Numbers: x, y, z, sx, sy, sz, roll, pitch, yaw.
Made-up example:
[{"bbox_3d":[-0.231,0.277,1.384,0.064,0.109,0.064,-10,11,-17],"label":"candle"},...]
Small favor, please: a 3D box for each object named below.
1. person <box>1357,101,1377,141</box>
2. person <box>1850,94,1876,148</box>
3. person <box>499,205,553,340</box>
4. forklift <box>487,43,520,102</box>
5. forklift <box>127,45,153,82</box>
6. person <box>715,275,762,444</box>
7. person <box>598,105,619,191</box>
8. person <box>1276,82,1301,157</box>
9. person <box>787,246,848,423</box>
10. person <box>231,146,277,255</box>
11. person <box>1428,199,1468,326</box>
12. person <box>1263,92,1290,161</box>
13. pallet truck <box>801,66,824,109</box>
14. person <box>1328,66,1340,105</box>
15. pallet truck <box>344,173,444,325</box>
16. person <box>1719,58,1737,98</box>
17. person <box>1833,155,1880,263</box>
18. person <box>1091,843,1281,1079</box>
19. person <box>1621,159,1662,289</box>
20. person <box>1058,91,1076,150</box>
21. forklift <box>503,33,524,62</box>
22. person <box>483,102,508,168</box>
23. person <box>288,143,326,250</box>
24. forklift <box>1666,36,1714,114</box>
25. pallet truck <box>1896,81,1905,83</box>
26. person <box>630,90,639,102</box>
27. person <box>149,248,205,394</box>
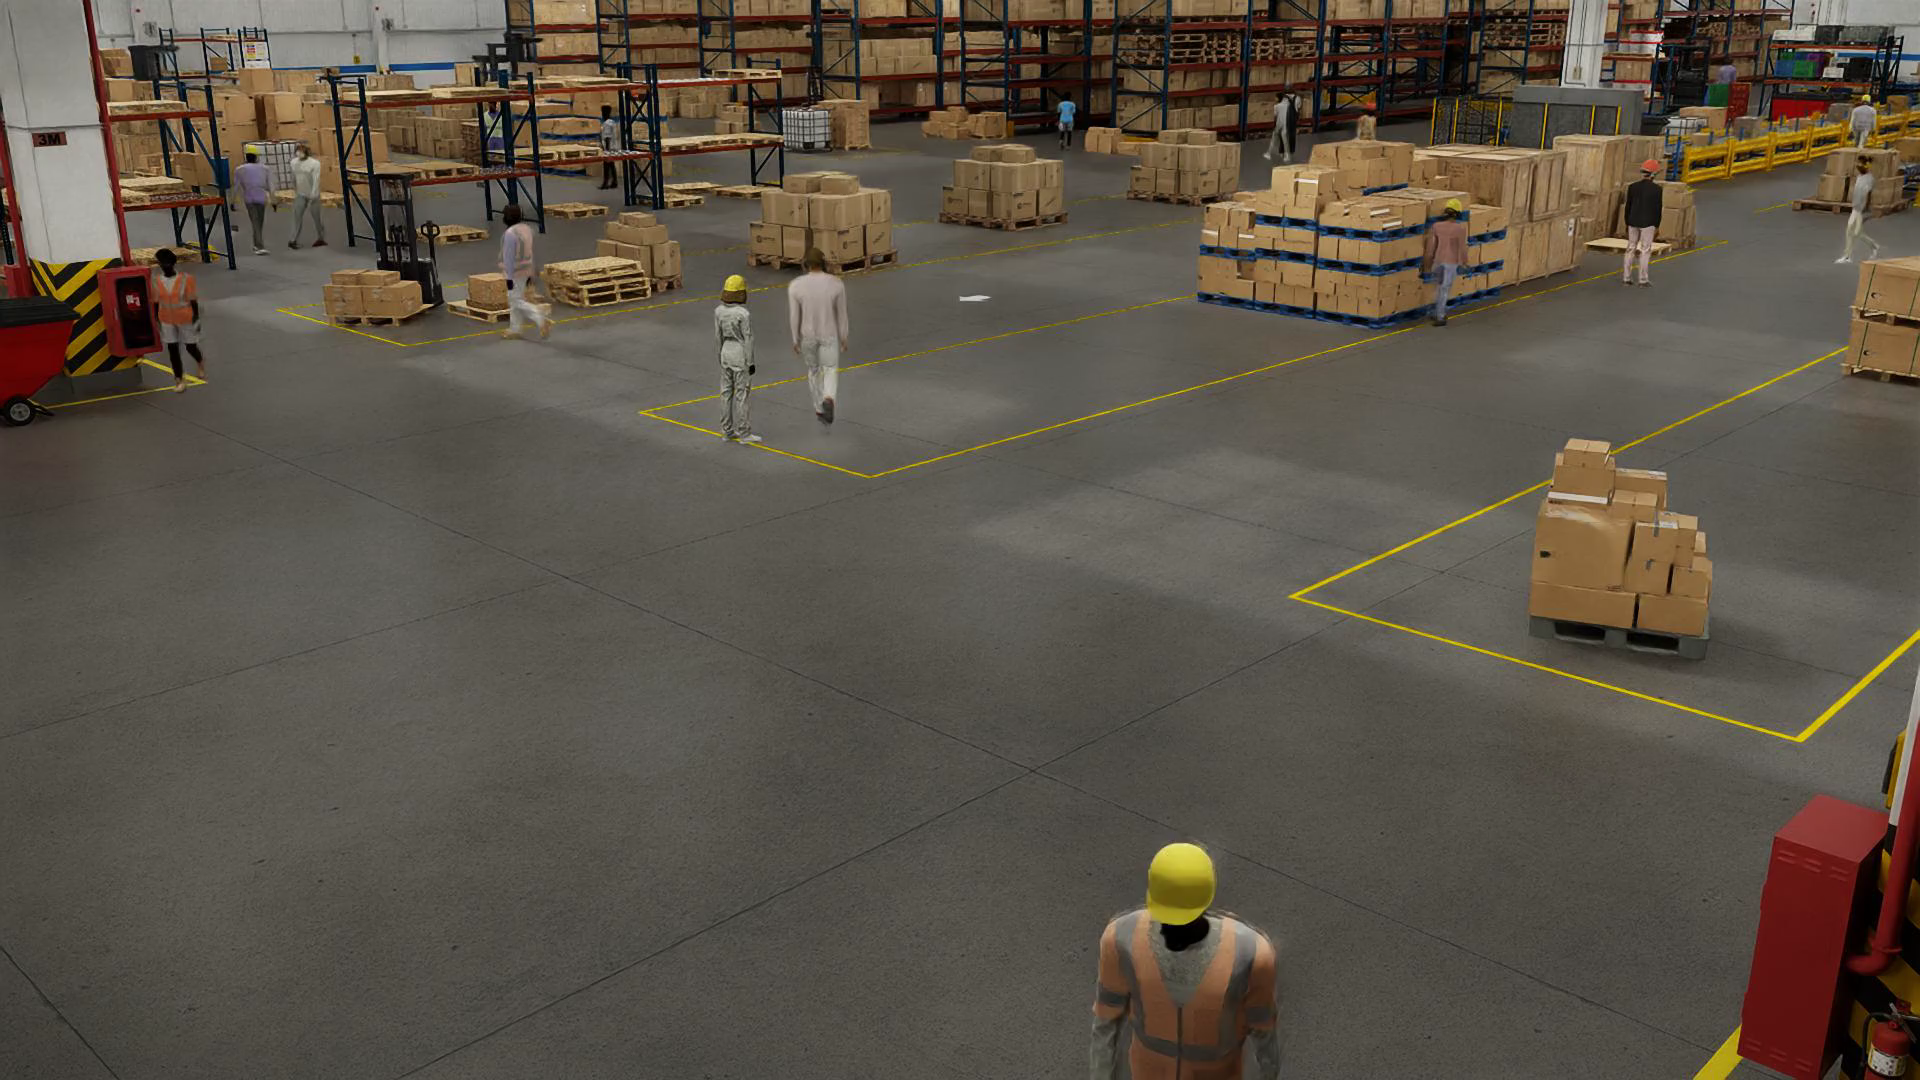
[{"bbox_3d":[9.919,-9.674,40.423,0.570,1.922,0.404,-12,22,-33],"label":"person"},{"bbox_3d":[24.452,-11.151,45.081,0.589,1.796,0.896,15,24,38],"label":"person"},{"bbox_3d":[-5.826,-3.538,22.100,0.723,1.818,0.635,2,18,6],"label":"person"},{"bbox_3d":[-14.866,-14.828,54.456,1.873,2.768,1.129,17,25,41],"label":"forklift"},{"bbox_3d":[-25.544,-14.056,52.129,1.873,2.768,1.129,-2,18,-5],"label":"forklift"},{"bbox_3d":[-2.299,-1.870,17.193,0.492,1.742,0.316,13,23,35],"label":"person"},{"bbox_3d":[-8.223,-9.162,38.836,0.444,1.957,0.653,1,18,4],"label":"person"},{"bbox_3d":[9.163,-11.787,46.608,0.682,2.000,0.537,-5,19,-16],"label":"person"},{"bbox_3d":[-1.522,-2.175,17.847,0.638,1.914,0.717,-2,18,-6],"label":"person"},{"bbox_3d":[-12.570,-6.032,29.541,0.718,1.855,0.993,-12,22,-32],"label":"person"},{"bbox_3d":[6.861,-3.879,23.223,0.653,1.744,0.548,-15,24,-39],"label":"person"},{"bbox_3d":[8.771,-11.340,45.621,0.534,1.816,0.997,-9,20,-24],"label":"person"},{"bbox_3d":[-4.812,-15.182,56.903,0.823,1.965,1.885,-9,21,-26],"label":"pallet truck"},{"bbox_3d":[15.067,-18.349,67.020,0.511,1.625,0.408,-5,19,-15],"label":"person"},{"bbox_3d":[-8.209,-4.181,23.757,0.823,1.965,1.885,3,19,9],"label":"pallet truck"},{"bbox_3d":[30.125,-17.869,65.134,0.763,1.913,0.639,-9,21,-26],"label":"person"},{"bbox_3d":[15.403,-5.627,28.346,0.664,1.853,0.534,-1,18,-3],"label":"person"},{"bbox_3d":[0.773,1.862,5.703,0.663,1.898,0.507,6,19,16],"label":"person"},{"bbox_3d":[10.710,-4.953,26.085,0.379,1.996,0.611,-13,22,-34],"label":"person"},{"bbox_3d":[3.102,-12.206,48.430,0.541,1.686,0.468,3,19,10],"label":"person"},{"bbox_3d":[-17.818,-18.864,66.617,1.129,2.768,1.873,17,25,41],"label":"forklift"},{"bbox_3d":[-11.552,-9.993,41.394,0.597,1.915,0.370,-1,18,-3],"label":"person"},{"bbox_3d":[-11.804,-6.190,29.983,0.634,1.886,0.982,3,19,8],"label":"person"},{"bbox_3d":[27.341,-17.291,61.877,1.129,2.768,1.873,17,25,41],"label":"forklift"},{"bbox_3d":[34.802,-16.331,61.455,0.653,1.274,1.630,17,25,41],"label":"pallet truck"},{"bbox_3d":[-8.980,-11.385,45.637,0.957,1.901,0.557,17,25,42],"label":"person"},{"bbox_3d":[-9.124,-2.579,19.416,0.545,1.680,0.565,-2,18,-7],"label":"person"}]
